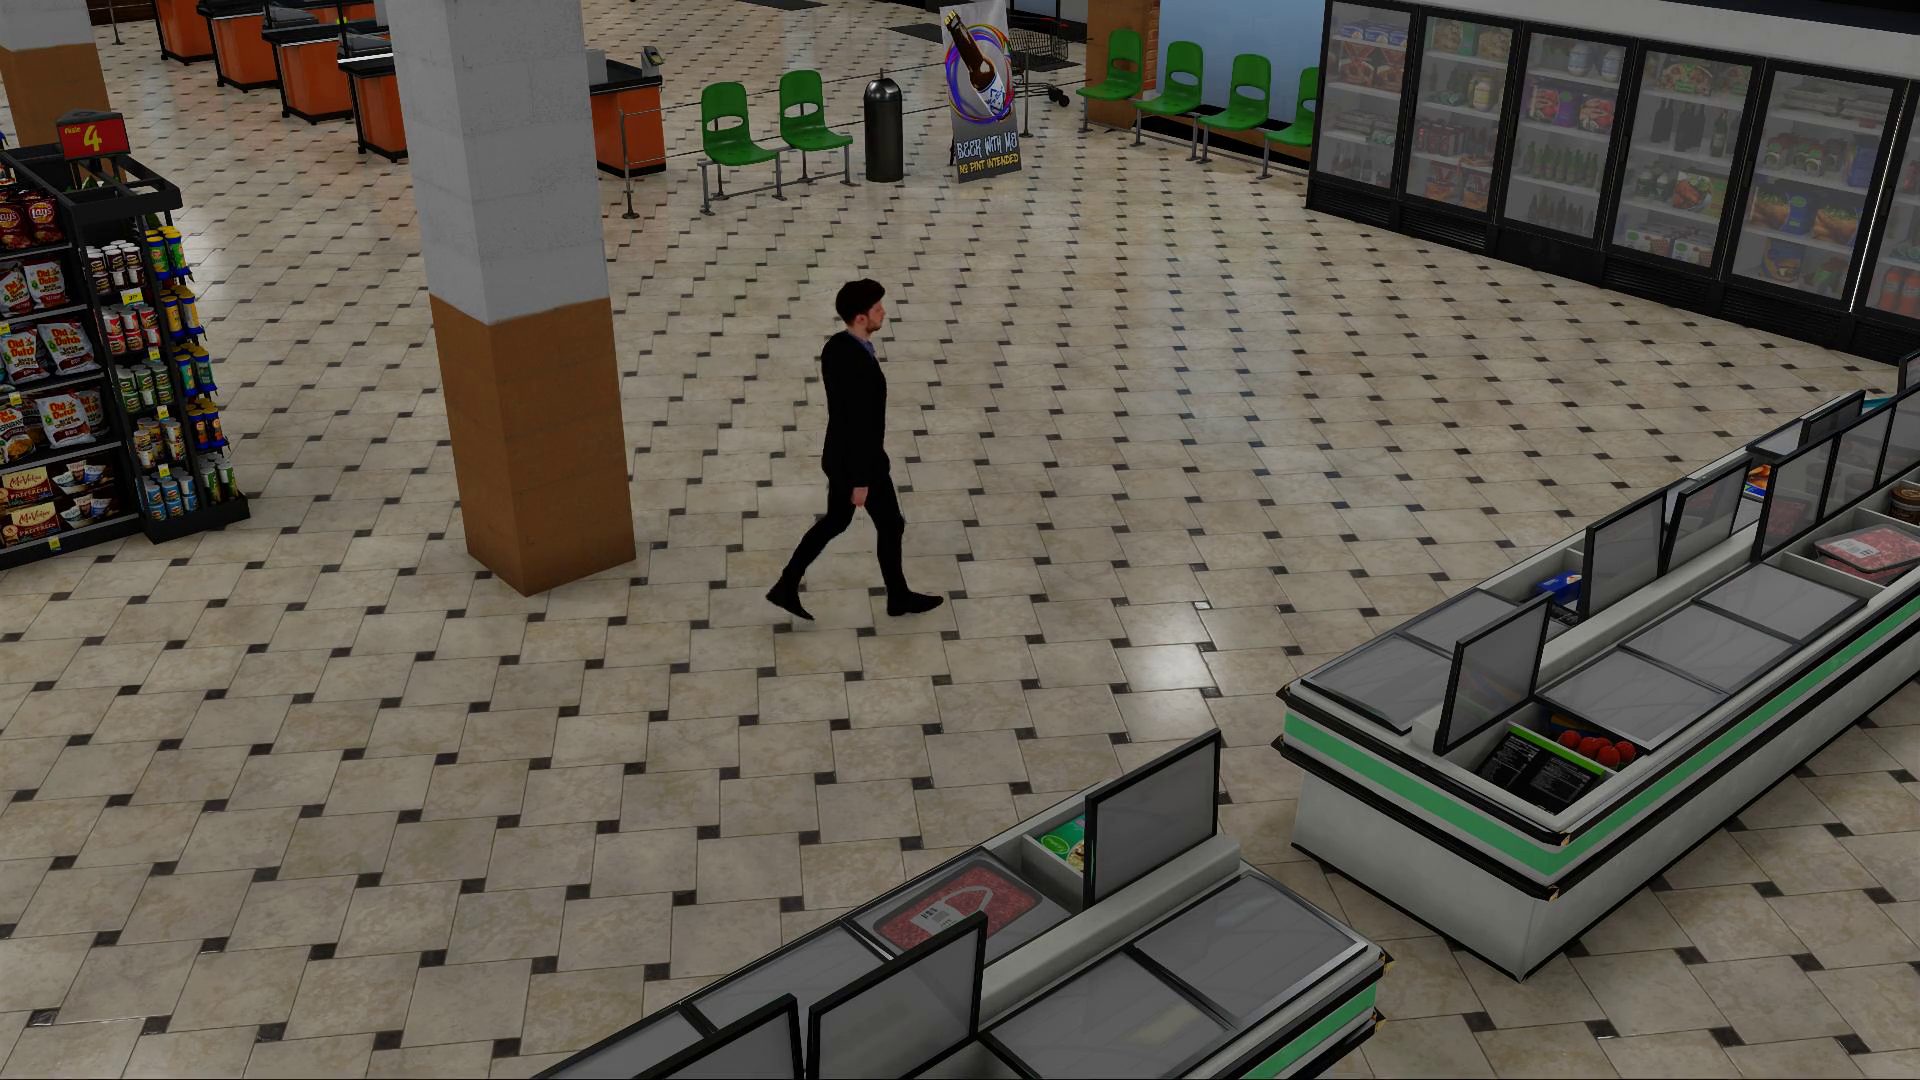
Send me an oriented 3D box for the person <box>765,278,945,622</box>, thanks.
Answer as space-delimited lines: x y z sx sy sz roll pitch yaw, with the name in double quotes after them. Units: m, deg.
-0.605 -0.399 8.381 1.269 1.863 0.963 -10 29 -19 "person"
